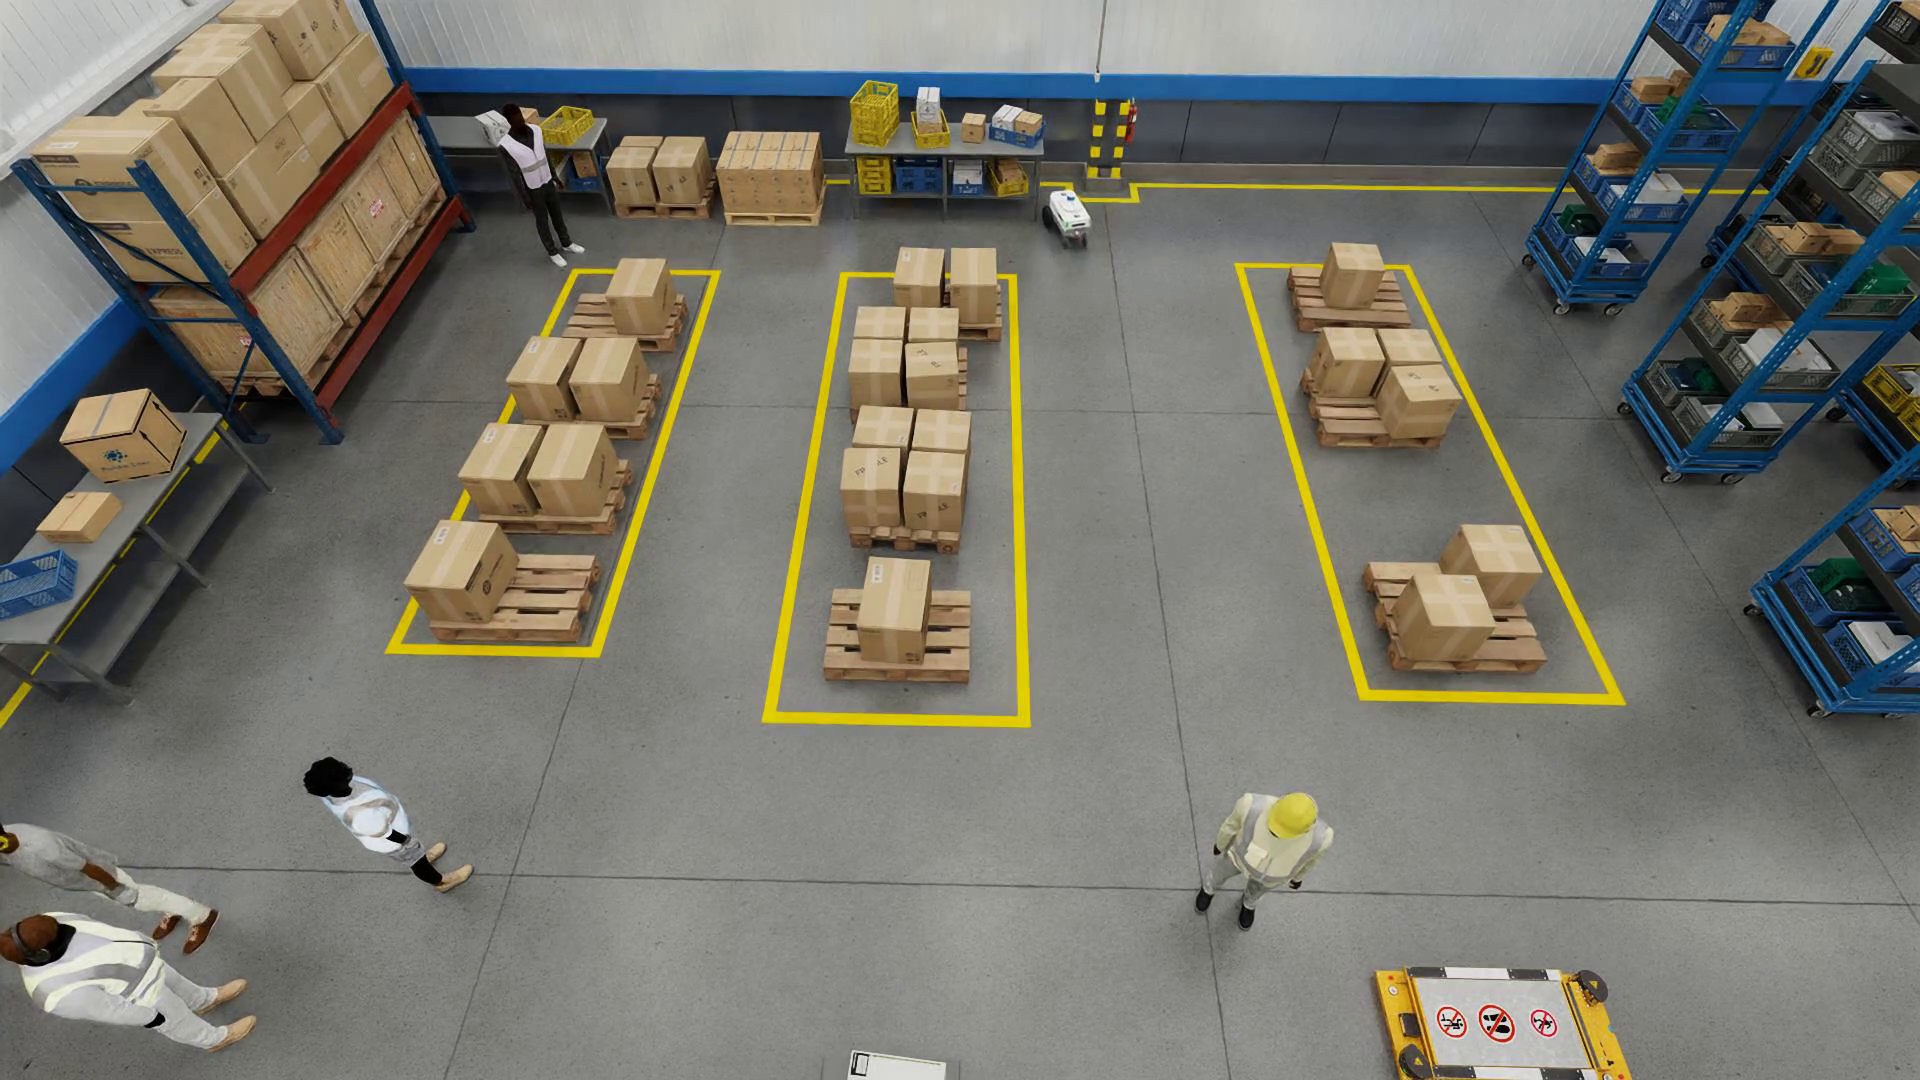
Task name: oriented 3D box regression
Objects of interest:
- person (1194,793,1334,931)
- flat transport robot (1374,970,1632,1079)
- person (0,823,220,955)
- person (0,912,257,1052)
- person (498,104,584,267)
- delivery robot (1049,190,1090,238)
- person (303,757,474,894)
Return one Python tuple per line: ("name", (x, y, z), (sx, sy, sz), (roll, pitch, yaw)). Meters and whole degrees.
("person", (1.913, 2.028, 5.818), (0.594, 1.826, 0.403), (19, 53, 15))
("flat transport robot", (3.501, 3.133, 5.914), (1.431, 0.197, 0.652), (1, 51, 1))
("person", (-5.418, 2.134, 5.717), (0.517, 1.856, 0.336), (11, 52, 9))
("person", (-4.840, 2.581, 5.367), (0.431, 1.836, 0.619), (-35, 59, -25))
("person", (-4.986, -4.199, 10.836), (0.381, 1.918, 0.596), (21, 54, 16))
("delivery robot", (1.387, -4.153, 11.613), (0.477, 0.478, 0.707), (-11, 52, -9))
("person", (-3.773, 1.878, 6.023), (0.535, 1.697, 0.318), (28, 56, 21))
